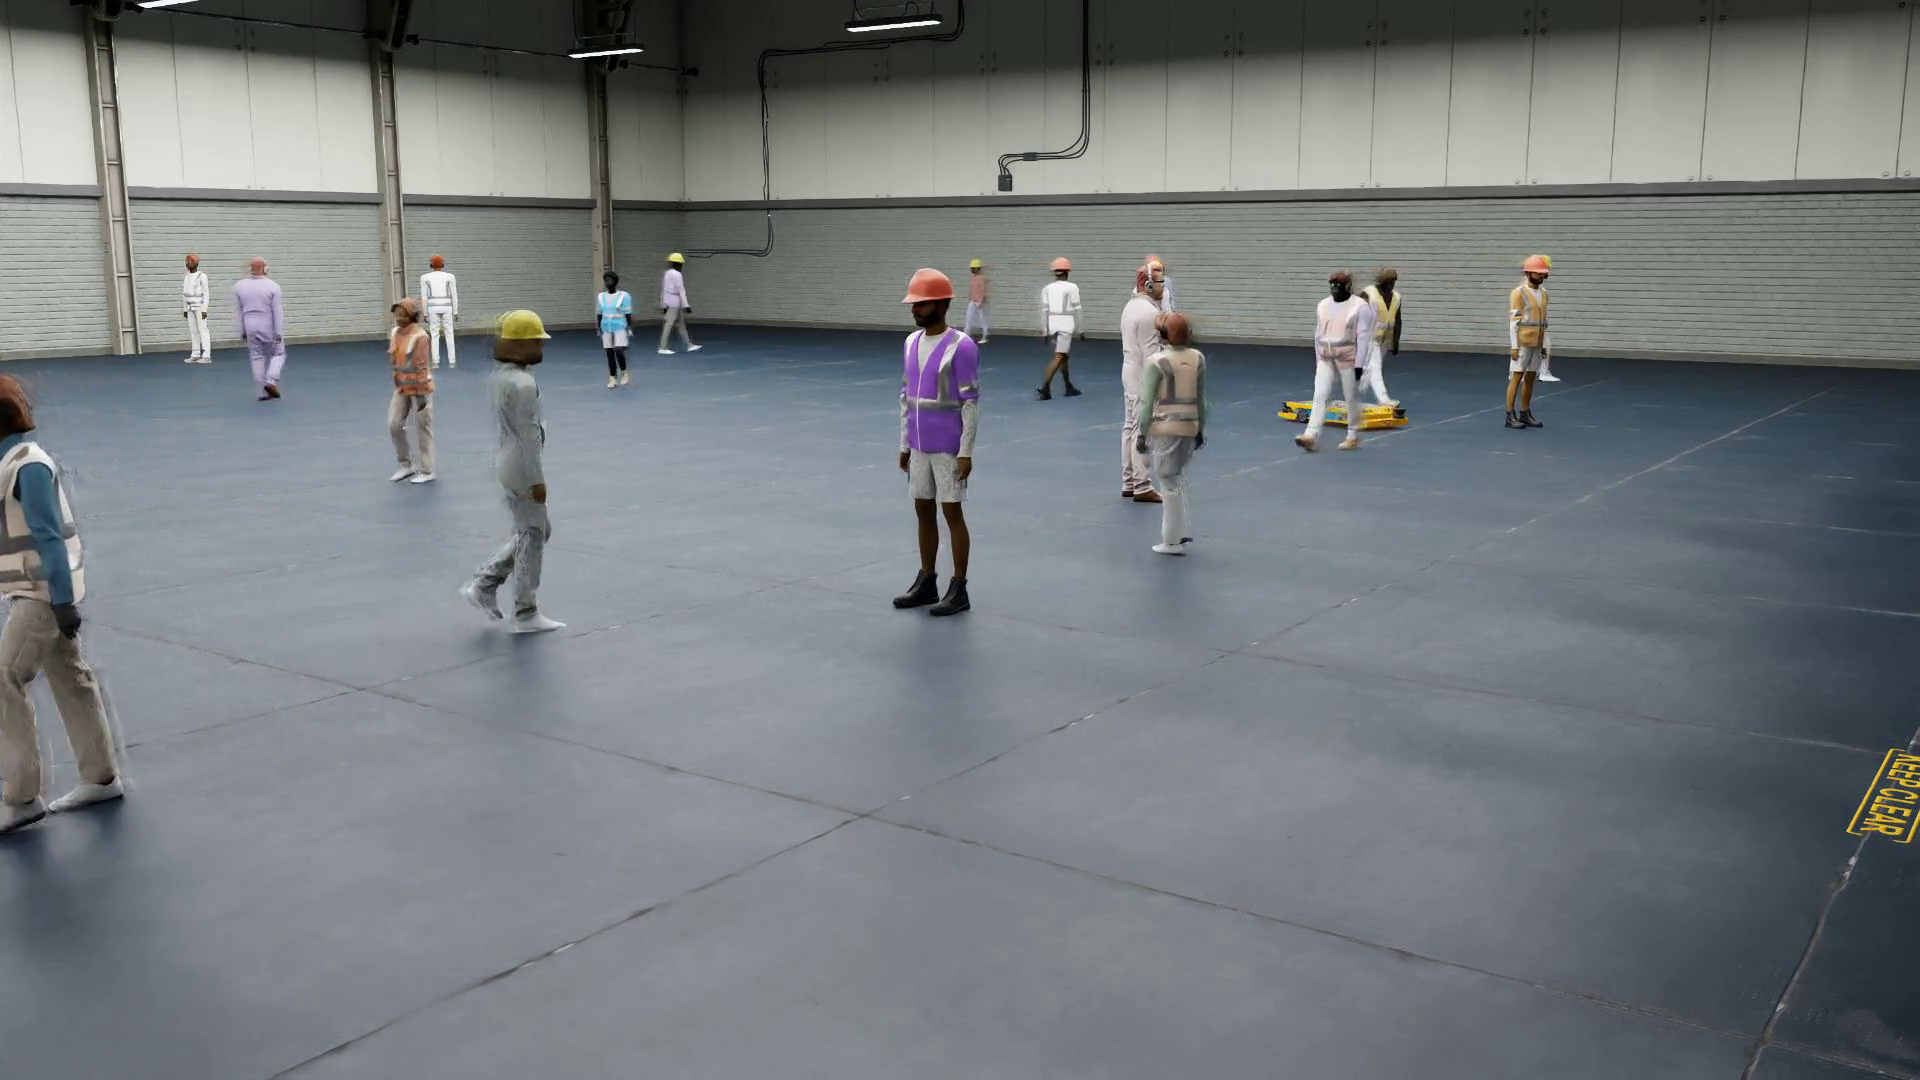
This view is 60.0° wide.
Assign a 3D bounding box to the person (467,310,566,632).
[{"bbox_3d":[-2.355,-0.354,8.861,0.424,1.733,0.490,-4,11,-23],"label":"person"}]

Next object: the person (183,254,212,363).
[{"bbox_3d":[-13.281,-4.010,28.890,0.575,1.885,0.355,5,11,27],"label":"person"}]

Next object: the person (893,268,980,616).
[{"bbox_3d":[-0.151,-0.542,9.316,0.552,1.935,0.374,10,14,44],"label":"person"}]

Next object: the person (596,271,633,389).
[{"bbox_3d":[-4.953,-2.998,23.783,0.559,1.682,0.373,3,10,15],"label":"person"}]

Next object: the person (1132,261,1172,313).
[{"bbox_3d":[2.635,-2.883,22.717,0.602,1.830,0.404,8,13,38],"label":"person"}]

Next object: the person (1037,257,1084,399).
[{"bbox_3d":[1.312,-2.838,22.319,0.557,1.898,0.965,9,14,42],"label":"person"}]

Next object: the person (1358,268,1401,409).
[{"bbox_3d":[5.145,-2.450,20.453,0.670,1.773,0.932,-6,12,-28],"label":"person"}]

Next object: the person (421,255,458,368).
[{"bbox_3d":[-8.654,-3.796,27.692,0.574,1.885,0.356,-3,11,-17],"label":"person"}]

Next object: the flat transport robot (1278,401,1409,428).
[{"bbox_3d":[4.400,-1.464,19.148,0.652,0.197,1.431,-6,12,-32],"label":"flat transport robot"}]

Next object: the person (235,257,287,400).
[{"bbox_3d":[-9.225,-2.787,22.023,0.649,1.891,0.434,1,10,3],"label":"person"}]

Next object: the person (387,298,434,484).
[{"bbox_3d":[-4.702,-1.270,14.309,0.521,1.603,0.430,6,12,31],"label":"person"}]

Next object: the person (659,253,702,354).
[{"bbox_3d":[-5.273,-4.434,31.258,0.969,1.879,0.592,-5,11,-27],"label":"person"}]

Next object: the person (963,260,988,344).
[{"bbox_3d":[0.261,-4.893,34.245,0.866,1.722,0.556,-9,13,-40],"label":"person"}]

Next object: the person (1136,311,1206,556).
[{"bbox_3d":[1.380,-0.711,11.106,0.538,1.623,0.433,-8,13,-37],"label":"person"}]

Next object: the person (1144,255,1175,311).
[{"bbox_3d":[3.150,-3.528,26.246,0.730,1.908,0.381,-2,10,-13],"label":"person"}]

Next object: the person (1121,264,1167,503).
[{"bbox_3d":[1.513,-1.263,13.440,0.401,1.910,0.641,-1,10,-8],"label":"person"}]

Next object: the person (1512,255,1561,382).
[{"bbox_3d":[8.695,-3.300,24.886,0.815,1.897,0.603,2,10,10],"label":"person"}]

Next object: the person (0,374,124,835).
[{"bbox_3d":[-3.376,0.222,5.932,0.663,1.613,0.521,-8,13,-37],"label":"person"}]

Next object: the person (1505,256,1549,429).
[{"bbox_3d":[6.413,-2.217,18.693,0.549,1.936,0.377,-6,12,-30],"label":"person"}]

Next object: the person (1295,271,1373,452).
[{"bbox_3d":[3.721,-1.757,16.507,0.654,1.794,0.927,9,14,43],"label":"person"}]
